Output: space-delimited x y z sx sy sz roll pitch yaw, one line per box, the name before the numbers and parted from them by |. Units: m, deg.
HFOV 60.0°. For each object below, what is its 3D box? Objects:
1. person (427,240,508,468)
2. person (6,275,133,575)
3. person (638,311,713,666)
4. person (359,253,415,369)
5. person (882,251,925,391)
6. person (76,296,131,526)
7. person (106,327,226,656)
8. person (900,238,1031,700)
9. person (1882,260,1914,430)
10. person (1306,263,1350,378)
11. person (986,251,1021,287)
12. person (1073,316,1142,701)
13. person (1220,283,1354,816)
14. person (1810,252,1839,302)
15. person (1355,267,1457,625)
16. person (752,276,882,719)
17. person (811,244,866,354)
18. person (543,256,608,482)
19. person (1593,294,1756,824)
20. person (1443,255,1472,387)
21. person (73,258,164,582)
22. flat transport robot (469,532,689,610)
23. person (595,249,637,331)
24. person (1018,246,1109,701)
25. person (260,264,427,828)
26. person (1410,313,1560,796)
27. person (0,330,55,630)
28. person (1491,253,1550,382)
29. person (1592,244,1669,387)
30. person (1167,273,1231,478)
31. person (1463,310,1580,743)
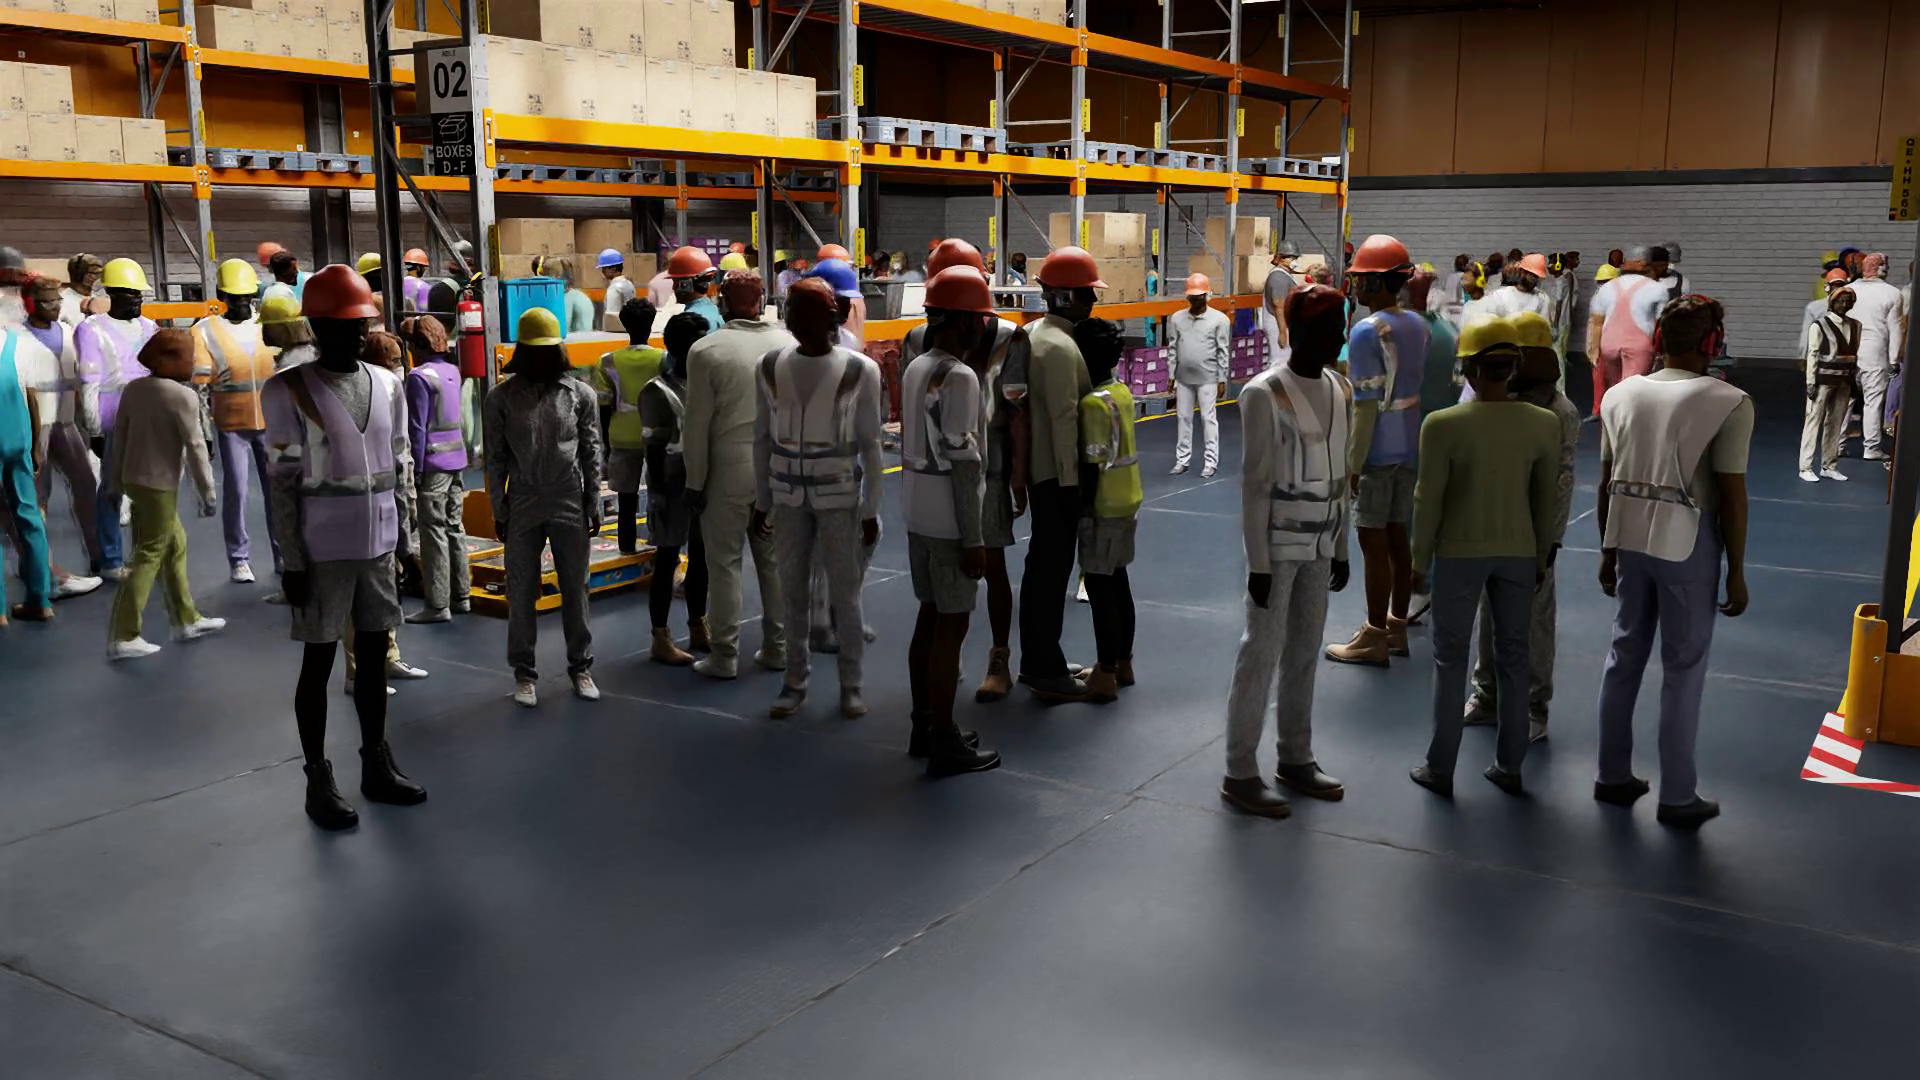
person | -4.342 -1.642 14.728 0.688 2.000 0.579 -4 11 -23
person | -5.344 -0.658 9.891 0.830 1.809 0.598 3 11 14
person | -1.316 -0.249 7.988 0.321 1.692 0.535 7 12 33
person | -4.696 -1.367 13.542 0.375 1.919 0.584 6 12 32
person | -0.743 -2.944 22.425 0.639 1.885 1.013 6 12 31
person | -6.040 -0.912 11.844 0.329 1.629 0.520 3 11 14
person | -3.917 -0.243 8.199 0.515 1.591 0.764 7 12 32
person | 0.011 -0.304 7.353 0.613 2.031 0.402 4 11 20
person | 10.084 -2.070 17.671 0.344 1.839 0.509 10 14 43
person | 3.215 -1.546 14.818 0.634 1.822 0.449 -5 12 -28
person | 0.510 -2.751 21.242 0.591 1.912 0.398 4 11 20
person | 0.633 -0.138 7.367 0.321 1.693 0.533 4 11 21
person | 1.187 0.035 5.908 0.575 1.876 0.356 -9 13 -39
person | 11.022 -2.679 20.954 0.855 1.861 0.670 -7 12 -33
person | 2.324 -0.473 8.646 0.462 1.898 0.640 10 14 44
person | -0.605 -0.165 7.024 0.576 1.877 0.353 3 11 17
person | -0.886 -1.130 12.019 0.396 1.992 0.623 4 11 21
person | -3.194 -1.369 13.627 0.630 1.903 0.971 6 12 31
person | 2.463 0.068 5.825 0.386 1.837 0.564 -6 12 -30
person | 7.001 -3.038 23.130 0.431 1.818 0.736 -3 11 -16
person | -4.942 -0.709 9.912 0.391 1.918 0.591 4 11 20
flat transport robot | -2.211 0.167 9.610 0.652 0.197 1.431 7 12 32
person | -3.548 -2.052 17.313 0.421 1.932 0.621 1 10 6
person | 0.451 -0.296 7.398 0.397 1.992 0.623 -1 10 -7
person | -2.133 0.016 5.824 0.365 1.939 0.542 7 13 35
person | 1.897 0.062 6.071 0.527 1.761 0.340 -1 10 -3
person | -5.042 -0.447 8.680 0.348 1.839 0.504 6 12 28
person | 5.162 -1.711 15.511 0.613 1.897 0.434 1 10 4
person | 6.442 -1.844 15.849 0.984 2.000 0.691 -8 13 -37
person | 2.027 -1.407 14.252 0.569 1.744 0.348 7 12 34
person | 2.234 -0.049 6.724 0.299 1.745 0.483 -6 12 -30
